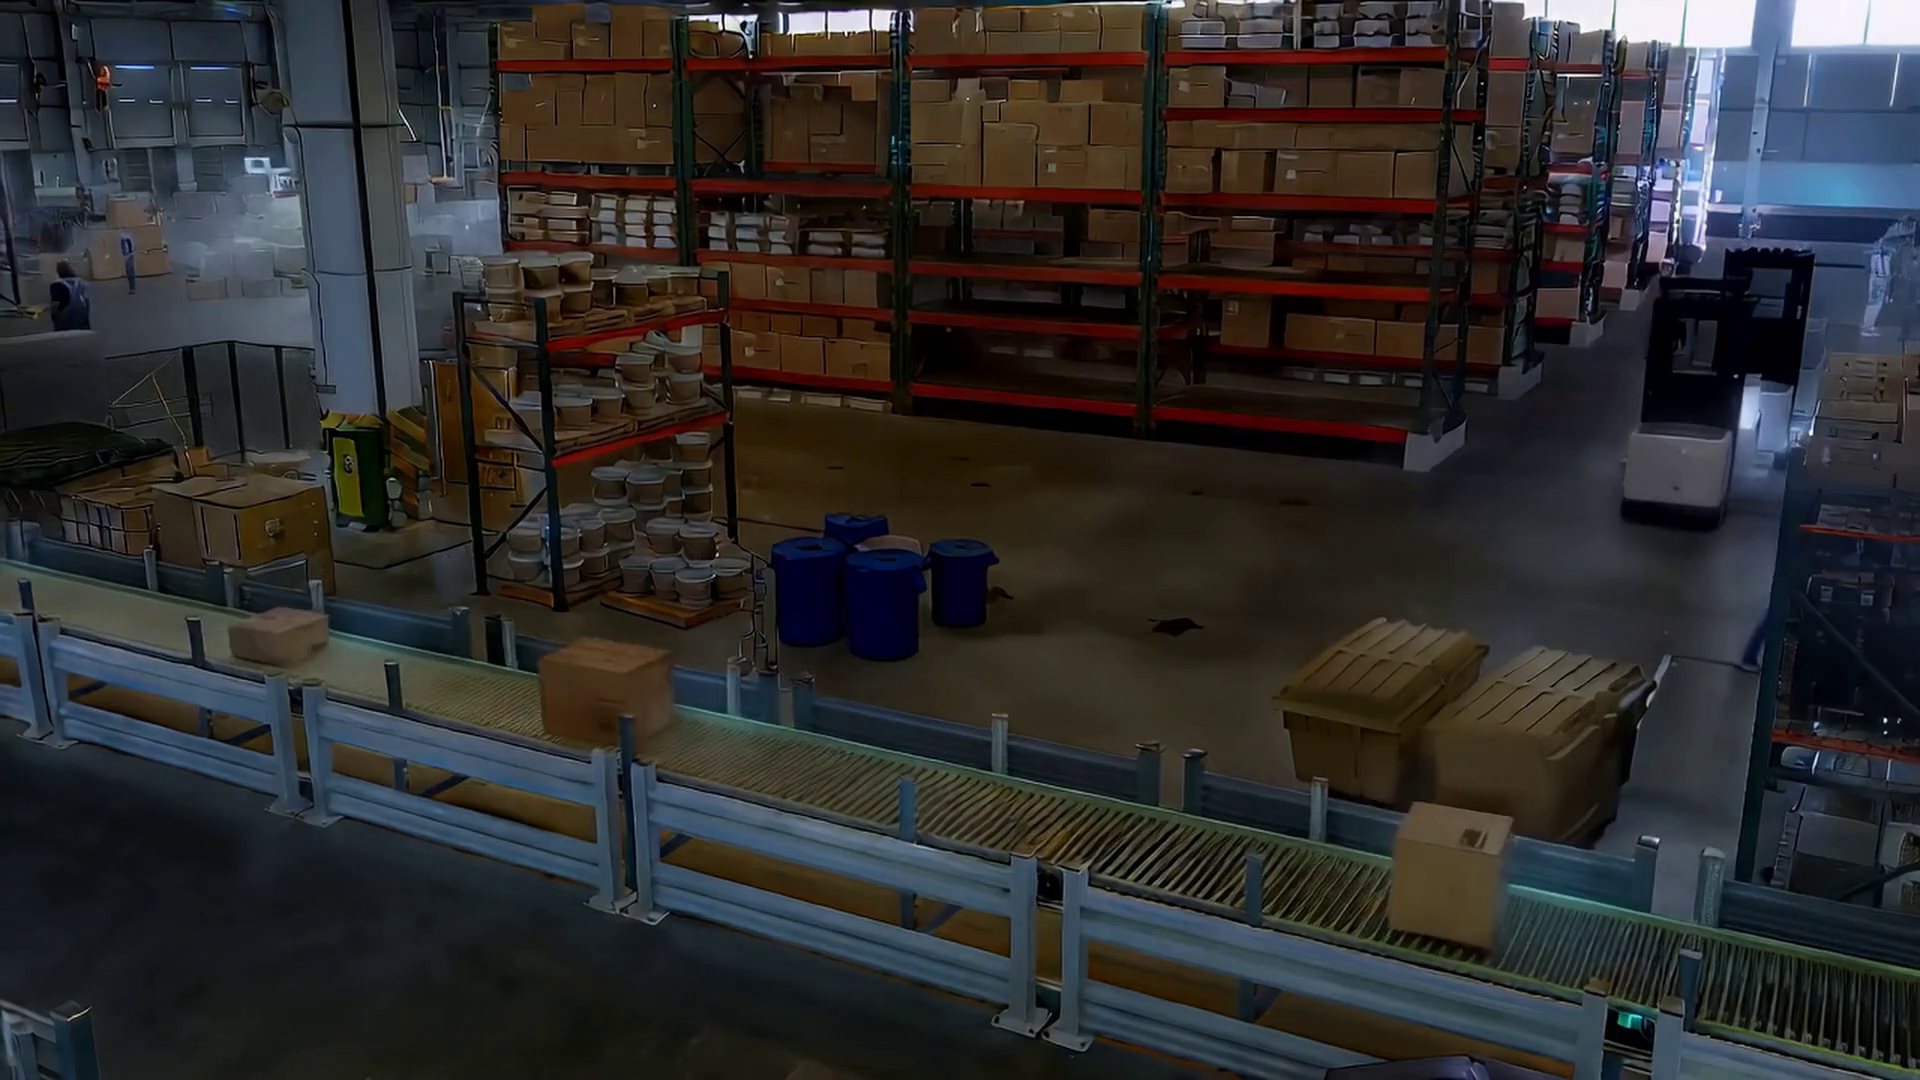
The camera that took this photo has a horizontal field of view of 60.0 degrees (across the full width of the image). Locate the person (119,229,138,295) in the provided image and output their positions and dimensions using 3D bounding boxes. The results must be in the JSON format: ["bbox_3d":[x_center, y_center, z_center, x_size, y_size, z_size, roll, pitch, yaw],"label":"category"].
[{"bbox_3d":[-20.807,-6.951,41.607,0.306,1.640,0.522,-2,15,-8],"label":"person"}]

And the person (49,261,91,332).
[{"bbox_3d":[-15.854,-3.985,29.688,0.729,2.000,0.692,8,17,28],"label":"person"}]

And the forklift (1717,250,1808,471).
[{"bbox_3d":[10.735,-2.480,22.423,1.129,2.768,1.873,8,17,27],"label":"forklift"}]

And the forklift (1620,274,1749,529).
[{"bbox_3d":[8.537,-1.689,19.449,1.129,2.768,1.873,8,17,28],"label":"forklift"}]

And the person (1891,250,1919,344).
[{"bbox_3d":[19.156,-4.913,33.526,0.887,1.879,0.644,-10,18,-34],"label":"person"}]

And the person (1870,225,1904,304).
[{"bbox_3d":[22.101,-6.564,39.670,0.662,1.889,0.537,9,17,30],"label":"person"}]

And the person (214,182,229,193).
[{"bbox_3d":[-26.531,-11.968,60.029,0.790,1.891,0.572,5,16,18],"label":"person"}]

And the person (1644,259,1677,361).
[{"bbox_3d":[13.155,-4.293,31.132,0.399,1.899,0.651,-5,16,-19],"label":"person"}]

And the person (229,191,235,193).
[{"bbox_3d":[-23.585,-10.429,54.215,0.541,1.898,0.921,4,15,13],"label":"person"}]

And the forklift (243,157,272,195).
[{"bbox_3d":[-24.385,-11.930,57.949,1.129,2.768,1.873,7,16,24],"label":"forklift"}]

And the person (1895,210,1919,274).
[{"bbox_3d":[26.185,-8.232,46.067,0.562,1.830,0.448,7,16,24],"label":"person"}]

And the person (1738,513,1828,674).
[{"bbox_3d":[7.070,0.384,13.905,0.943,1.708,0.530,10,18,33],"label":"person"}]

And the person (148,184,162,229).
[{"bbox_3d":[-30.252,-12.551,62.558,0.319,1.693,0.532,3,15,10],"label":"person"}]

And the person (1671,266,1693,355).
[{"bbox_3d":[13.845,-4.404,31.932,0.322,1.692,0.532,0,15,-1],"label":"person"}]

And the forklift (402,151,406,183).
[{"bbox_3d":[-21.717,-13.660,64.452,1.873,2.768,1.129,1,15,2],"label":"forklift"}]

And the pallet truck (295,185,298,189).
[{"bbox_3d":[-26.804,-14.617,69.738,1.885,1.965,0.823,-14,20,-42],"label":"pallet truck"}]

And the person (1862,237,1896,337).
[{"bbox_3d":[18.993,-5.217,34.321,0.614,2.038,0.396,-13,20,-41],"label":"person"}]

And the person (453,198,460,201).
[{"bbox_3d":[-16.463,-10.383,54.506,0.514,1.641,0.309,12,19,38],"label":"person"}]
